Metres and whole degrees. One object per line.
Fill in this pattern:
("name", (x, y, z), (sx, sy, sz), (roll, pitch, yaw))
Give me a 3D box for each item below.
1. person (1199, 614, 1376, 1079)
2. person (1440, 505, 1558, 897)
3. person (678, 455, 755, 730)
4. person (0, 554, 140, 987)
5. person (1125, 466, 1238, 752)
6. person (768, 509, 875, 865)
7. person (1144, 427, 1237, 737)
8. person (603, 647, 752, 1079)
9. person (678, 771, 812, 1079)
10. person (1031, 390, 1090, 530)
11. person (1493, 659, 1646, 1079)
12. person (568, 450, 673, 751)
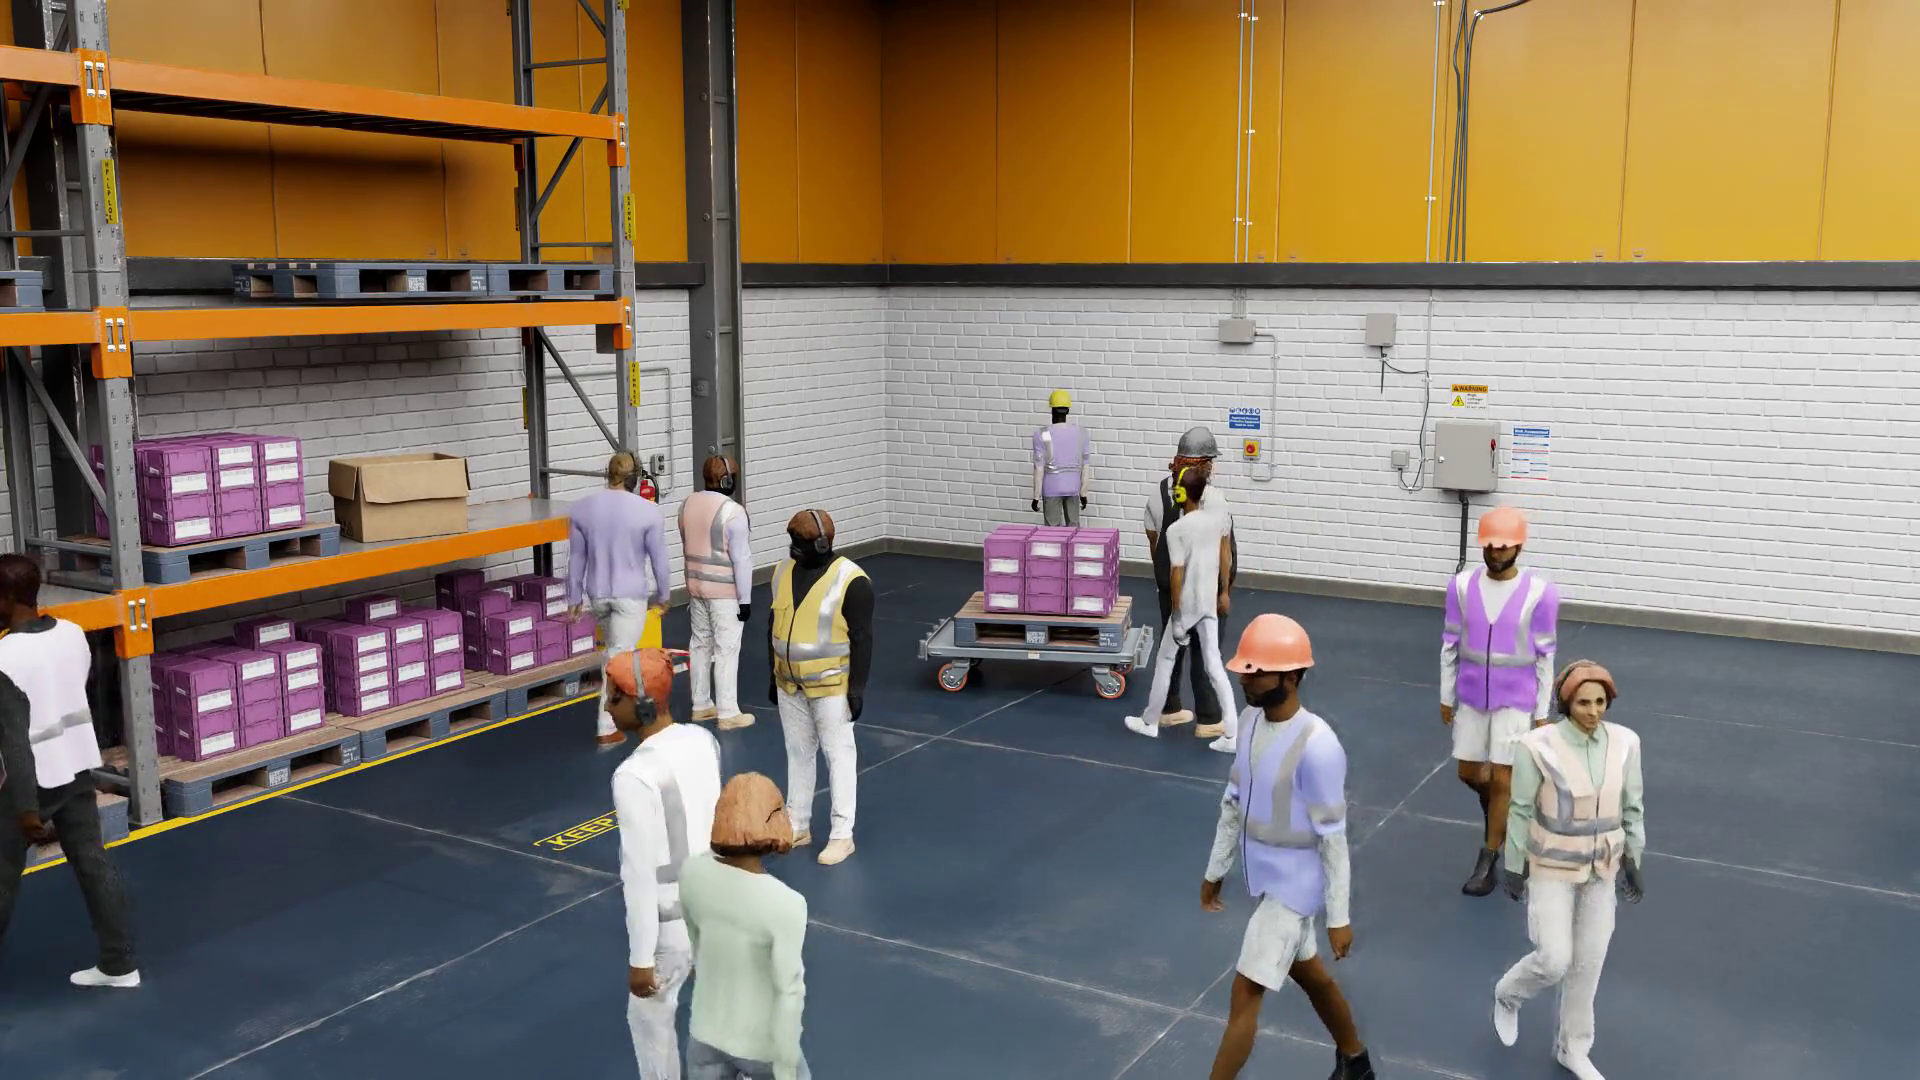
("person", (1.098, 1.176, 5.794), (1.039, 1.881, 0.564), (-3, 10, -17))
("person", (2.690, 0.756, 8.285), (0.554, 1.921, 0.730), (6, 11, 35))
("person", (-1.606, 0.347, 11.123), (0.619, 1.836, 0.431), (8, 12, 39))
("person", (-3.932, 0.989, 6.959), (0.922, 1.881, 0.588), (1, 9, 8))
("person", (1.475, 0.430, 10.639), (0.525, 1.824, 0.945), (-6, 11, -32))
("person", (-0.750, 0.748, 8.592), (0.619, 1.840, 0.430), (6, 11, 33))
("person", (1.570, 0.263, 10.981), (0.537, 2.000, 0.679), (-7, 11, -37))
("person", (-0.836, 1.245, 5.495), (0.799, 1.836, 0.697), (2, 9, 15))
("person", (-0.658, 1.467, 4.872), (0.490, 1.595, 0.822), (5, 11, 31))
("person", (0.953, -0.476, 15.943), (0.589, 1.927, 0.388), (-3, 10, -19))
("person", (2.280, 1.229, 6.245), (0.519, 1.625, 0.423), (-3, 9, -16))
("person", (-2.174, 0.365, 10.784), (0.642, 1.892, 0.845), (2, 9, 15))
